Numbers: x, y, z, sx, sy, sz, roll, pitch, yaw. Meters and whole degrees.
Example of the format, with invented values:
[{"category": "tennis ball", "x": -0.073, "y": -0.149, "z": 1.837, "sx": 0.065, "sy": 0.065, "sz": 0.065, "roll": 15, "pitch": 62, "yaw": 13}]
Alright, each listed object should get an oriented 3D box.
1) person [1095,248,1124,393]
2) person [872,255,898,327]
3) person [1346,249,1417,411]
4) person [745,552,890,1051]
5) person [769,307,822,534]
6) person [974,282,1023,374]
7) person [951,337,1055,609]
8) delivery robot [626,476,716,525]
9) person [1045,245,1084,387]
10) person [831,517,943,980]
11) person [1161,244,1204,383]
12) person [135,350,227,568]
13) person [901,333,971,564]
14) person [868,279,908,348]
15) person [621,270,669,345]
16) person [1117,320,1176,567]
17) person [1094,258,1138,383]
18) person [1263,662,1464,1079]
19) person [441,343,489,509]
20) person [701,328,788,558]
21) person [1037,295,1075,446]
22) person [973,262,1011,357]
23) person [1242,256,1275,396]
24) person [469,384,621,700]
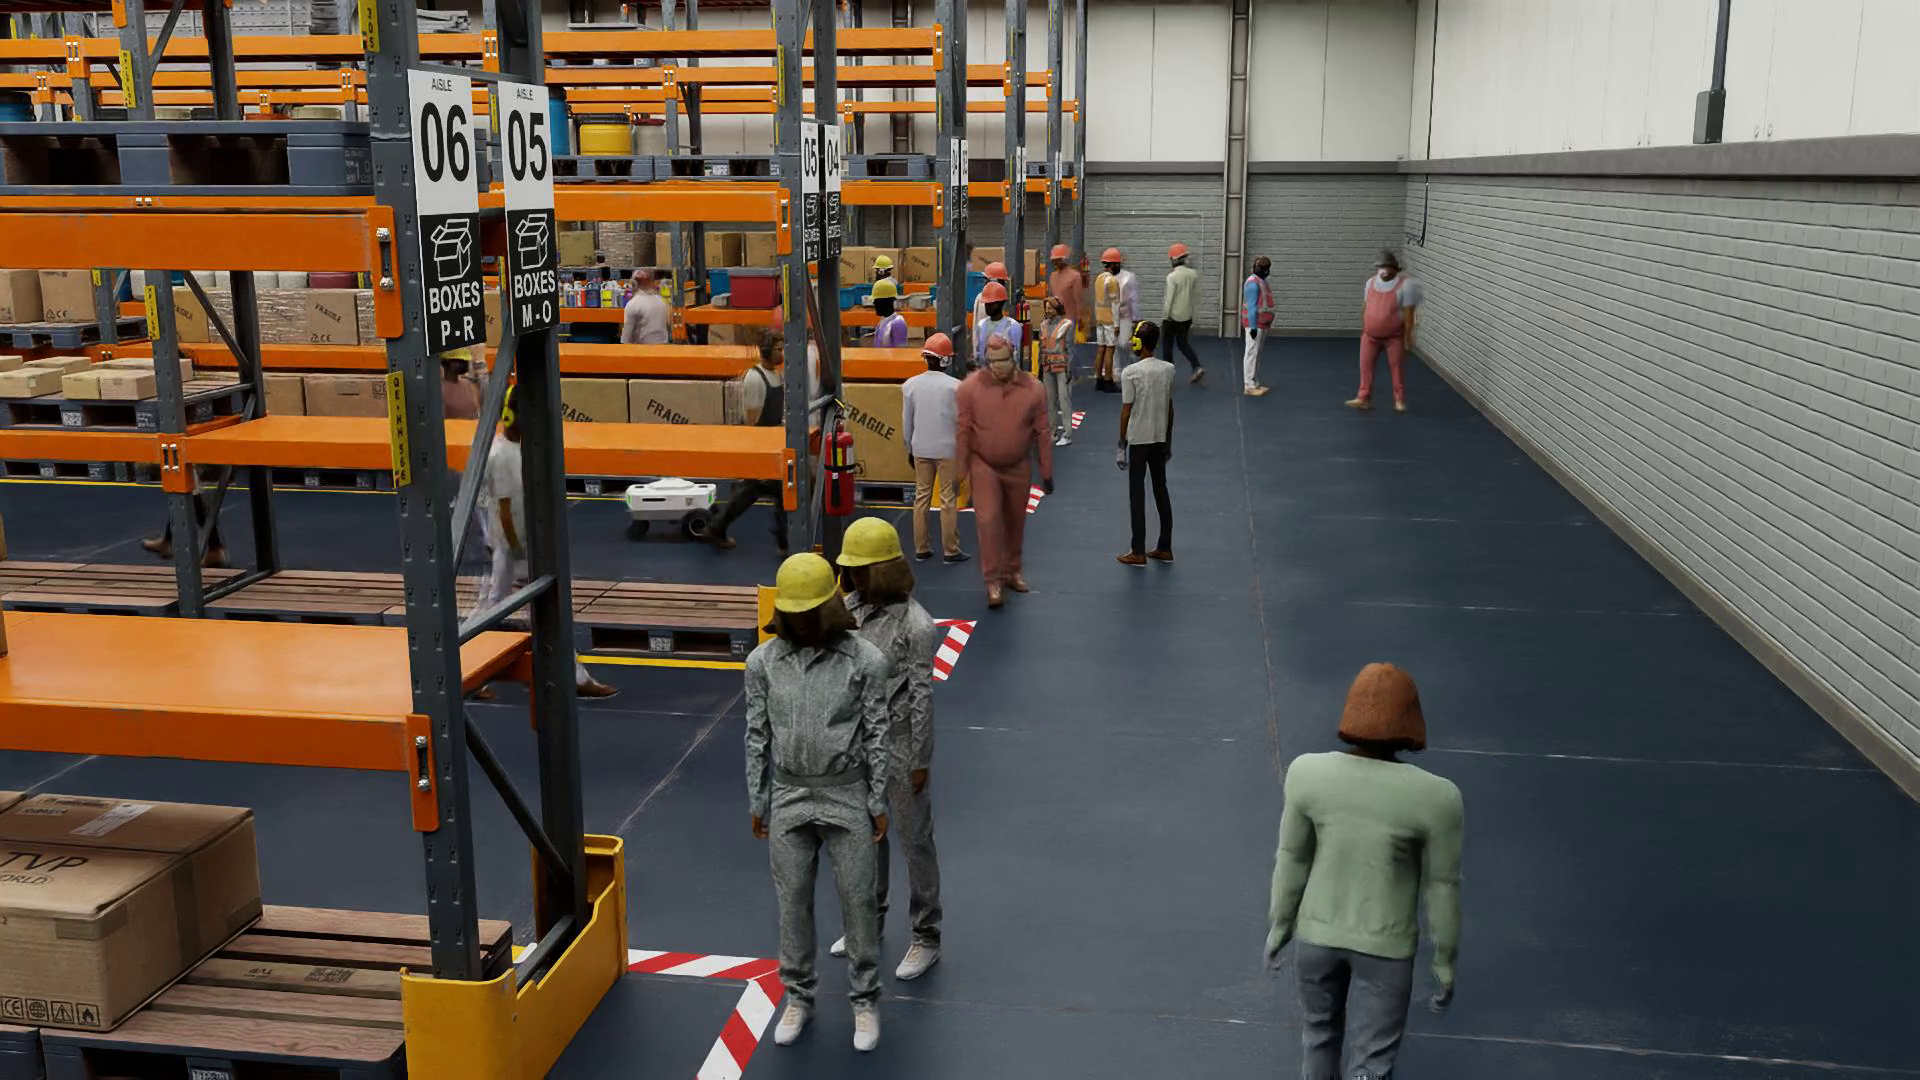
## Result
[{"category": "person", "x": 2.027, "y": -2.962, "z": 22.477, "sx": 0.361, "sy": 1.938, "sz": 0.545, "roll": -5, "pitch": 13, "yaw": -22}, {"category": "person", "x": -1.034, "y": -2.948, "z": 22.654, "sx": 0.404, "sy": 1.832, "sz": 0.600, "roll": 3, "pitch": 13, "yaw": 12}, {"category": "person", "x": 5.294, "y": -2.620, "z": 20.699, "sx": 0.727, "sy": 2.000, "sz": 0.561, "roll": 12, "pitch": 17, "yaw": 43}, {"category": "person", "x": -0.480, "y": 0.880, "z": 5.603, "sx": 0.494, "sy": 1.732, "sz": 0.324, "roll": 1, "pitch": 13, "yaw": 5}, {"category": "person", "x": -1.288, "y": -0.951, "z": 13.491, "sx": 0.539, "sy": 1.902, "sz": 0.574, "roll": 2, "pitch": 13, "yaw": 8}, {"category": "person", "x": 0.334, "y": -1.489, "z": 15.850, "sx": 0.547, "sy": 1.930, "sz": 0.388, "roll": 12, "pitch": 17, "yaw": 43}, {"category": "person", "x": 0.305, "y": -0.471, "z": 11.434, "sx": 0.724, "sy": 1.843, "sz": 0.948, "roll": -1, "pitch": 13, "yaw": -7}, {"category": "delivery robot", "x": -2.349, "y": -0.331, "z": 13.536, "sx": 0.707, "sy": 0.478, "sz": 0.477, "roll": -1, "pitch": 13, "yaw": -3}, {"category": "person", "x": 1.412, "y": -3.052, "z": 22.827, "sx": 0.429, "sy": 1.963, "sz": 0.655, "roll": -8, "pitch": 15, "yaw": -32}, {"category": "person", "x": -0.295, "y": 0.761, "z": 6.142, "sx": 0.483, "sy": 1.735, "sz": 0.344, "roll": 10, "pitch": 16, "yaw": 37}, {"category": "person", "x": 3.046, "y": -3.119, "z": 23.105, "sx": 0.704, "sy": 1.973, "sz": 0.642, "roll": 12, "pitch": 17, "yaw": 42}, {"category": "person", "x": -5.919, "y": -0.614, "z": 12.506, "sx": 0.850, "sy": 1.647, "sz": 0.545, "roll": 2, "pitch": 13, "yaw": 11}, {"category": "person", "x": -0.163, "y": -0.694, "z": 12.655, "sx": 0.560, "sy": 1.753, "sz": 0.327, "roll": 7, "pitch": 14, "yaw": 28}, {"category": "person", "x": -0.698, "y": -1.576, "z": 16.252, "sx": 0.383, "sy": 1.922, "sz": 0.593, "roll": -4, "pitch": 13, "yaw": -18}, {"category": "person", "x": -3.594, "y": -2.137, "z": 18.946, "sx": 0.985, "sy": 1.862, "sz": 0.661, "roll": 5, "pitch": 14, "yaw": 23}, {"category": "person", "x": 1.411, "y": -0.728, "z": 12.590, "sx": 0.510, "sy": 1.859, "sz": 0.332, "roll": -7, "pitch": 14, "yaw": -30}, {"category": "person", "x": 2.196, "y": -3.128, "z": 23.528, "sx": 0.660, "sy": 1.809, "sz": 0.468, "roll": 5, "pitch": 14, "yaw": 23}, {"category": "person", "x": 1.164, "y": 1.141, "z": 4.745, "sx": 0.533, "sy": 1.593, "sz": 0.662, "roll": 7, "pitch": 14, "yaw": 27}, {"category": "person", "x": -4.399, "y": -1.218, "z": 14.645, "sx": 0.587, "sy": 1.922, "sz": 0.383, "roll": 3, "pitch": 13, "yaw": 13}, {"category": "person", "x": -1.598, "y": -0.728, "z": 12.747, "sx": 0.845, "sy": 1.811, "sz": 0.537, "roll": 5, "pitch": 14, "yaw": 23}, {"category": "person", "x": 1.049, "y": -1.846, "z": 18.142, "sx": 0.318, "sy": 1.632, "sz": 0.525, "roll": -11, "pitch": 17, "yaw": -41}, {"category": "person", "x": 0.348, "y": -2.057, "z": 18.306, "sx": 0.411, "sy": 1.980, "sz": 0.631, "roll": -4, "pitch": 13, "yaw": -16}, {"category": "person", "x": 3.995, "y": -2.866, "z": 22.275, "sx": 0.430, "sy": 1.841, "sz": 0.624, "roll": 5, "pitch": 14, "yaw": 22}, {"category": "person", "x": -2.457, "y": 0.032, "z": 9.248, "sx": 1.001, "sy": 1.818, "sz": 0.536, "roll": 2, "pitch": 13, "yaw": 7}]
